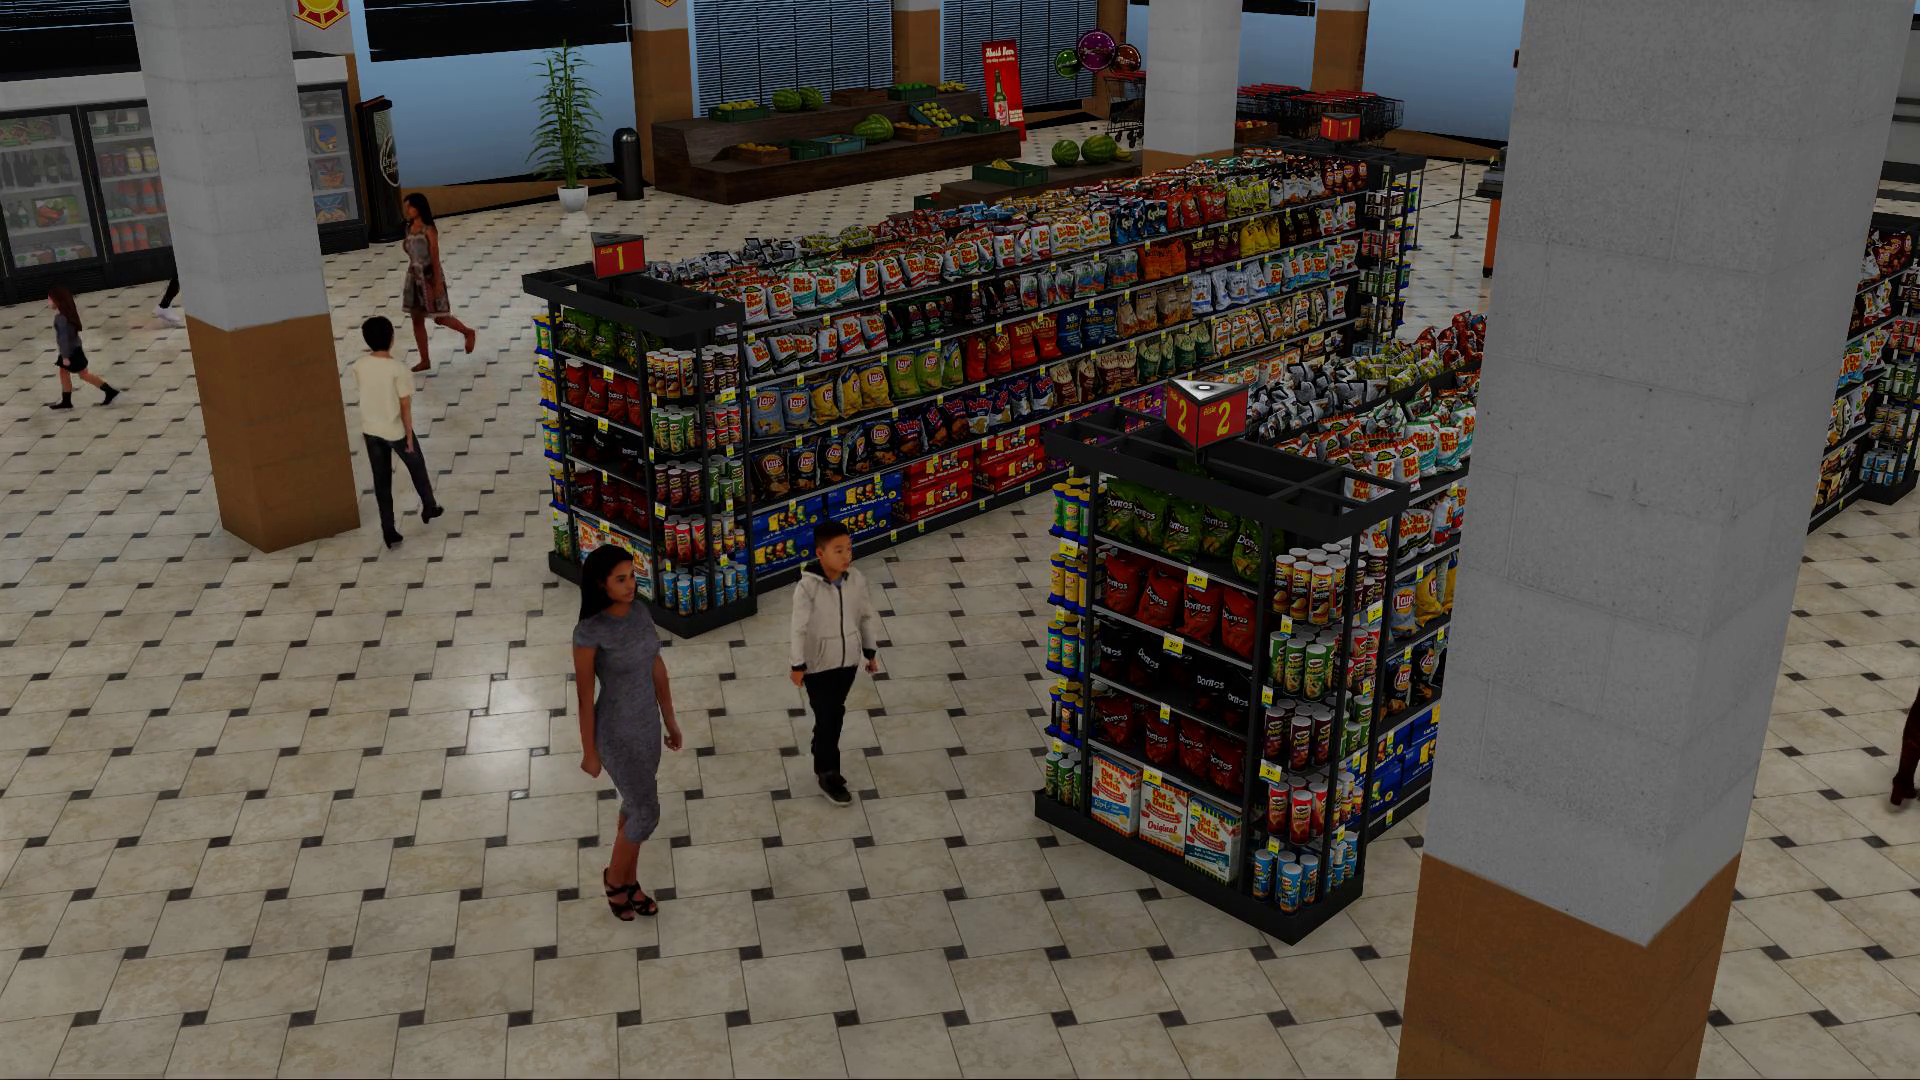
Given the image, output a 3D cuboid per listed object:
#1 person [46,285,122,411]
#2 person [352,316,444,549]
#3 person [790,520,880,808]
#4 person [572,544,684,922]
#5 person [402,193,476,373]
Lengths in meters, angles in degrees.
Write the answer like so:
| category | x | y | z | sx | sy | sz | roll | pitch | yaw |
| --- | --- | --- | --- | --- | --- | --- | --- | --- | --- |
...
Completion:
| category | x | y | z | sx | sy | sz | roll | pitch | yaw |
| --- | --- | --- | --- | --- | --- | --- | --- | --- | --- |
| person | -7.532 | -1.633 | 14.206 | 0.847 | 1.087 | 0.647 | -11 | 24 | -24 |
| person | -3.896 | -0.694 | 11.230 | 0.884 | 1.564 | 0.975 | 3 | 22 | 7 |
| person | -0.696 | 0.572 | 8.243 | 0.565 | 1.441 | 0.675 | -20 | 29 | -40 |
| person | -1.503 | 0.837 | 7.141 | 0.728 | 1.771 | 0.637 | 11 | 24 | 25 |
| person | -4.846 | -2.376 | 15.334 | 0.764 | 1.625 | 1.040 | 14 | 26 | 31 |
